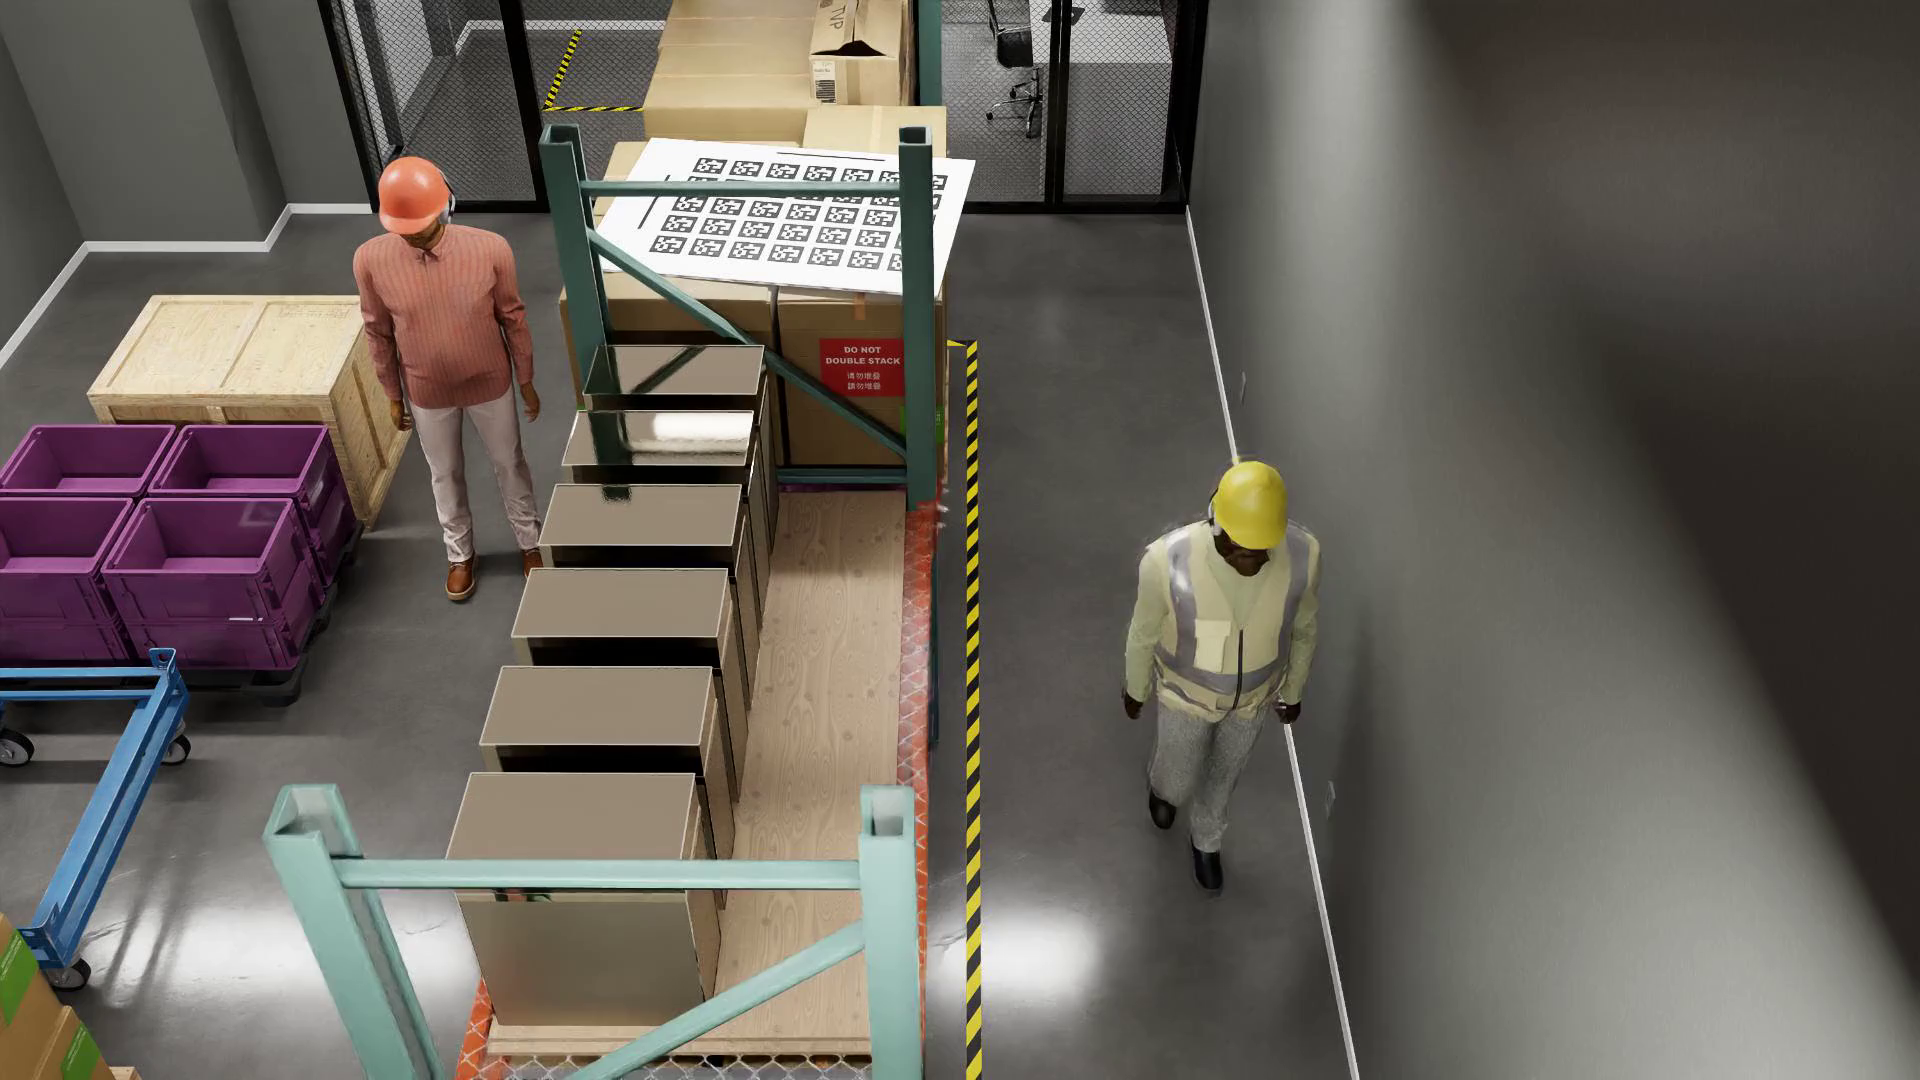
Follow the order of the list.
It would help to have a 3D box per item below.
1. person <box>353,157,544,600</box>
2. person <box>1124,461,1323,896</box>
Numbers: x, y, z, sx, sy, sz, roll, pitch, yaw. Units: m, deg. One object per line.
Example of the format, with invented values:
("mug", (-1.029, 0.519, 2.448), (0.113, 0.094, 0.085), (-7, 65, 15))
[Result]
("person", (-1.971, -0.613, 6.551), (0.608, 1.987, 0.386), (-9, 42, -10))
("person", (0.849, 0.455, 5.453), (0.617, 1.818, 0.431), (-5, 41, -6))
